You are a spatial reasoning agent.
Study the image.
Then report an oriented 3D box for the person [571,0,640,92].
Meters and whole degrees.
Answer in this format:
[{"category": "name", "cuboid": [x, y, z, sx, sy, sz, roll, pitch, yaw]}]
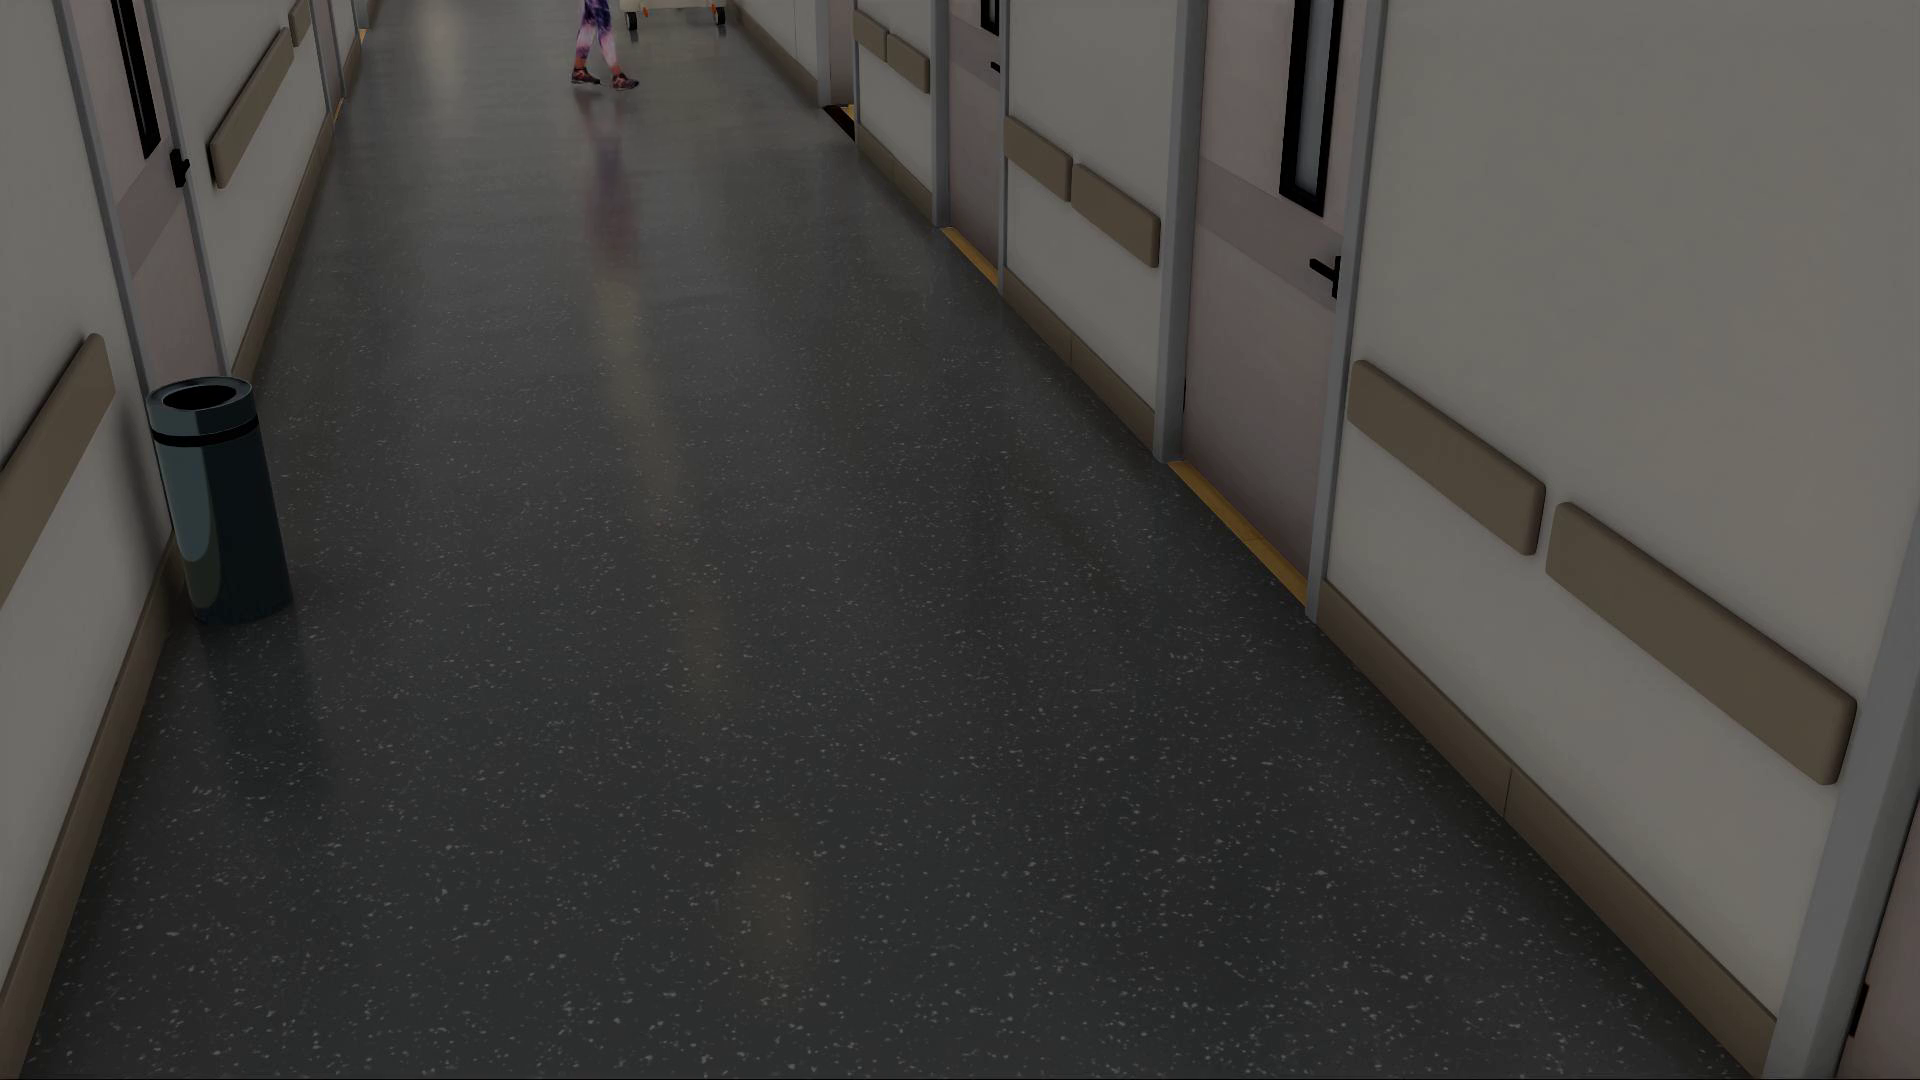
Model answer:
[{"category": "person", "cuboid": [-2.881, -4.324, 12.717, 1.051, 1.726, 1.011, 16, 30, 29]}]
